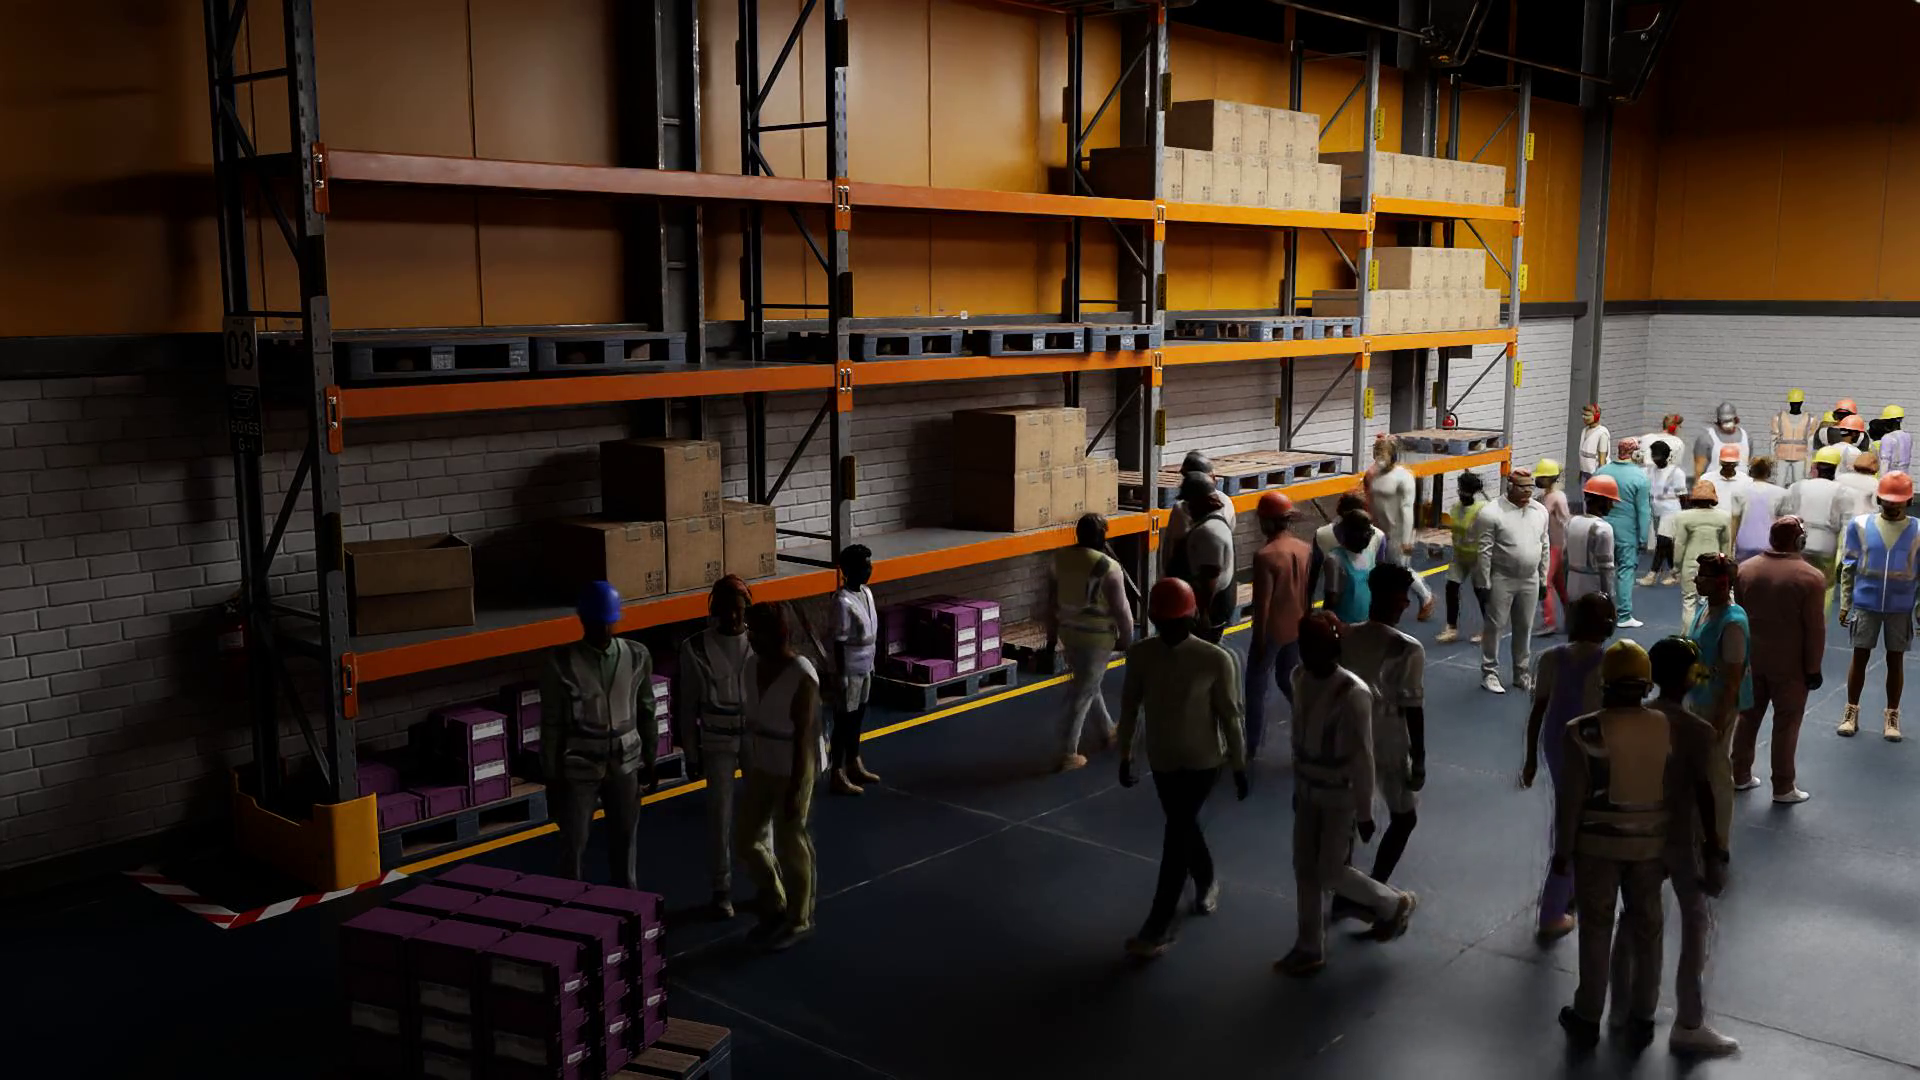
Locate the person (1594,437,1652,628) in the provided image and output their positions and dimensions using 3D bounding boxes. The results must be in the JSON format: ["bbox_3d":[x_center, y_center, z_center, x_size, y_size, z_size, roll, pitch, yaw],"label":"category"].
[{"bbox_3d":[6.593,-0.076,16.540,0.399,1.900,0.645,-5,10,-31],"label":"person"}]

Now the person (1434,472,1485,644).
[{"bbox_3d":[4.774,0.179,15.601,0.728,1.654,0.550,-5,10,-28],"label":"person"}]

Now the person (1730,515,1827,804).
[{"bbox_3d":[5.439,0.778,11.042,0.395,1.901,0.642,-5,10,-28],"label":"person"}]

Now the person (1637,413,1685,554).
[{"bbox_3d":[8.679,-0.683,20.711,0.600,1.810,0.624,-7,11,-39],"label":"person"}]

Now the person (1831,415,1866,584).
[{"bbox_3d":[10.068,-0.461,18.937,0.388,1.926,0.549,-1,9,-5],"label":"person"}]

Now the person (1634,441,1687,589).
[{"bbox_3d":[7.808,-0.276,18.605,0.815,1.646,0.566,-3,9,-17],"label":"person"}]

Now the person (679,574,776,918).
[{"bbox_3d":[-1.213,1.107,8.977,0.588,1.878,0.371,-3,9,-19],"label":"person"}]

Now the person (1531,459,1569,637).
[{"bbox_3d":[5.717,0.080,16.054,0.637,1.723,0.526,0,9,1],"label":"person"}]

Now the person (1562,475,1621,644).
[{"bbox_3d":[4.960,0.447,13.059,0.379,1.927,0.542,-2,9,-16],"label":"person"}]

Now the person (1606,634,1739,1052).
[{"bbox_3d":[3.208,1.358,7.497,0.334,1.852,0.676,-5,10,-30],"label":"person"}]

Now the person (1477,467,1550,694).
[{"bbox_3d":[4.624,0.336,13.875,0.644,1.900,0.399,-2,9,-12],"label":"person"}]

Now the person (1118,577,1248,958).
[{"bbox_3d":[1.166,1.127,8.709,0.685,1.935,1.030,7,11,37],"label":"person"}]

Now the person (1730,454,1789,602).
[{"bbox_3d":[7.577,0.098,15.778,0.556,1.800,0.907,3,9,20],"label":"person"}]

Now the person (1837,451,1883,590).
[{"bbox_3d":[9.659,-0.163,18.002,0.600,1.611,0.541,-6,11,-35],"label":"person"}]

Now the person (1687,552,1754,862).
[{"bbox_3d":[4.467,0.985,9.845,0.389,1.847,0.563,1,9,9],"label":"person"}]

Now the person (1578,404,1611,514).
[{"bbox_3d":[8.283,-0.854,21.744,0.387,1.838,0.562,-1,9,-6],"label":"person"}]

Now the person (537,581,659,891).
[{"bbox_3d":[-1.839,1.154,8.506,0.622,1.935,0.433,-6,11,-33],"label":"person"}]

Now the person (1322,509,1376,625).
[{"bbox_3d":[2.753,0.676,11.895,0.637,1.835,0.442,-7,11,-39],"label":"person"}]

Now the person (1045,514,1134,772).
[{"bbox_3d":[0.969,0.702,11.837,0.945,1.790,0.655,-9,12,-44],"label":"person"}]

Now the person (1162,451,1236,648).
[{"bbox_3d":[1.932,0.266,13.865,0.684,2.000,0.538,-8,12,-43],"label":"person"}]

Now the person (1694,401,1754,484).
[{"bbox_3d":[9.332,-0.746,20.391,0.693,2.000,0.906,1,9,5],"label":"person"}]

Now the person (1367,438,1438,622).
[{"bbox_3d":[4.348,-0.075,16.540,0.880,1.907,0.633,-4,10,-25],"label":"person"}]

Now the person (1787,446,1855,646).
[{"bbox_3d":[8.025,0.071,15.565,0.625,1.905,0.459,8,12,42],"label":"person"}]

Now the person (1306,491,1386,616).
[{"bbox_3d":[3.022,0.506,13.109,0.586,1.782,0.996,5,10,27],"label":"person"}]

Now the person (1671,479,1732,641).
[{"bbox_3d":[6.781,0.257,15.228,0.497,1.633,0.279,2,9,10],"label":"person"}]

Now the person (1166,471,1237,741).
[{"bbox_3d":[1.801,0.478,12.494,0.535,2.000,0.720,1,9,5],"label":"person"}]

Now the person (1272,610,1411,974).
[{"bbox_3d":[1.905,1.236,8.205,0.644,1.859,0.582,-4,10,-22],"label":"person"}]

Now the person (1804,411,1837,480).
[{"bbox_3d":[11.409,-0.833,21.953,0.492,1.729,0.324,3,9,19],"label":"person"}]

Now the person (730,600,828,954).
[{"bbox_3d":[-0.927,1.208,8.490,0.558,1.826,0.466,9,12,44],"label":"person"}]

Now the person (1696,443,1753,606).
[{"bbox_3d":[8.049,-0.153,17.519,0.568,1.743,0.358,4,10,23],"label":"person"}]

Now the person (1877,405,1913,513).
[{"bbox_3d":[11.497,-0.708,20.567,0.591,1.913,0.394,-6,11,-35],"label":"person"}]

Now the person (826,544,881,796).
[{"bbox_3d":[-0.720,0.860,11.167,0.319,1.691,0.536,3,9,19],"label":"person"}]

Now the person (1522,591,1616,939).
[{"bbox_3d":[3.337,1.164,8.808,0.870,1.805,0.512,-7,11,-39],"label":"person"}]

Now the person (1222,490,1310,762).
[{"bbox_3d":[2.262,0.631,11.723,0.745,1.978,0.637,9,12,44],"label":"person"}]

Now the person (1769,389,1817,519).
[{"bbox_3d":[11.765,-1.175,23.524,0.588,1.927,0.370,4,10,25],"label":"person"}]

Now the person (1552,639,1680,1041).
[{"bbox_3d":[2.964,1.354,7.510,0.591,1.834,0.404,0,9,-1],"label":"person"}]

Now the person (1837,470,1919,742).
[{"bbox_3d":[6.914,0.487,12.441,0.607,2.040,0.378,5,10,30],"label":"person"}]

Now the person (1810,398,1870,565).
[{"bbox_3d":[10.603,-0.691,20.082,0.612,2.030,0.403,5,10,31],"label":"person"}]

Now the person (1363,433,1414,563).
[{"bbox_3d":[4.279,-0.134,16.854,0.651,1.913,0.410,-6,11,-35],"label":"person"}]

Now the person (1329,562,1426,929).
[{"bbox_3d":[2.208,1.088,8.855,0.443,1.955,0.626,-7,11,-38],"label":"person"}]
